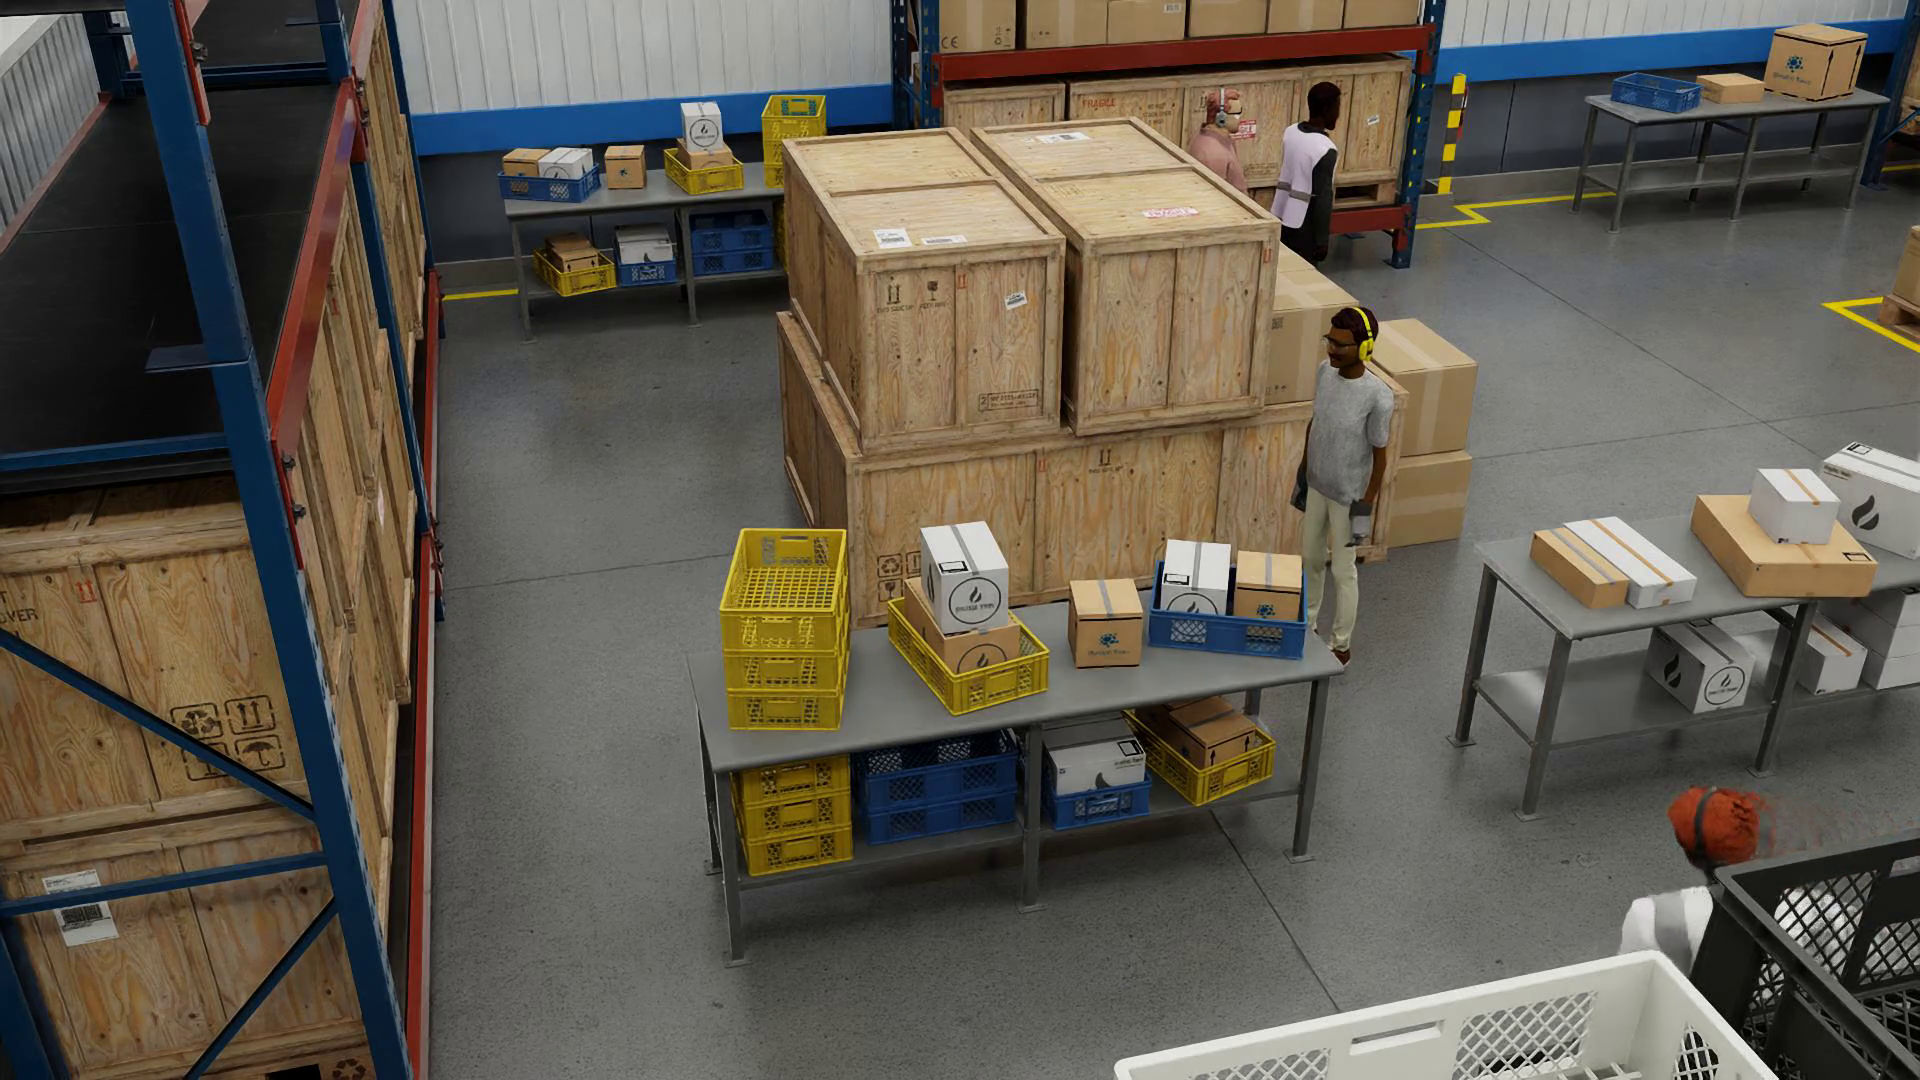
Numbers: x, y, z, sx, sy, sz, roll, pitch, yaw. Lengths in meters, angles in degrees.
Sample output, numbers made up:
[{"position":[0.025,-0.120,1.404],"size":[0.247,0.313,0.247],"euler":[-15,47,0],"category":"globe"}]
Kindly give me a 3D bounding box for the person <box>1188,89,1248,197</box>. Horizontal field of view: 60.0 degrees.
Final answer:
[{"position":[1.705,-2.059,11.142],"size":[0.407,1.910,0.638],"euler":[0,29,0],"category":"person"}]

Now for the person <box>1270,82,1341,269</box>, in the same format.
[{"position":[2.322,-2.146,11.302],"size":[0.386,1.912,0.591],"euler":[-9,30,-16],"category":"person"}]

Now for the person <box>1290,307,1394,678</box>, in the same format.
[{"position":[1.753,-0.216,7.839],"size":[0.328,1.868,0.508],"euler":[-17,33,-27],"category":"person"}]

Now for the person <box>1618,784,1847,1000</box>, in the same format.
[{"position":[2.180,1.520,4.715],"size":[0.738,1.857,0.351],"euler":[6,29,10],"category":"person"}]
